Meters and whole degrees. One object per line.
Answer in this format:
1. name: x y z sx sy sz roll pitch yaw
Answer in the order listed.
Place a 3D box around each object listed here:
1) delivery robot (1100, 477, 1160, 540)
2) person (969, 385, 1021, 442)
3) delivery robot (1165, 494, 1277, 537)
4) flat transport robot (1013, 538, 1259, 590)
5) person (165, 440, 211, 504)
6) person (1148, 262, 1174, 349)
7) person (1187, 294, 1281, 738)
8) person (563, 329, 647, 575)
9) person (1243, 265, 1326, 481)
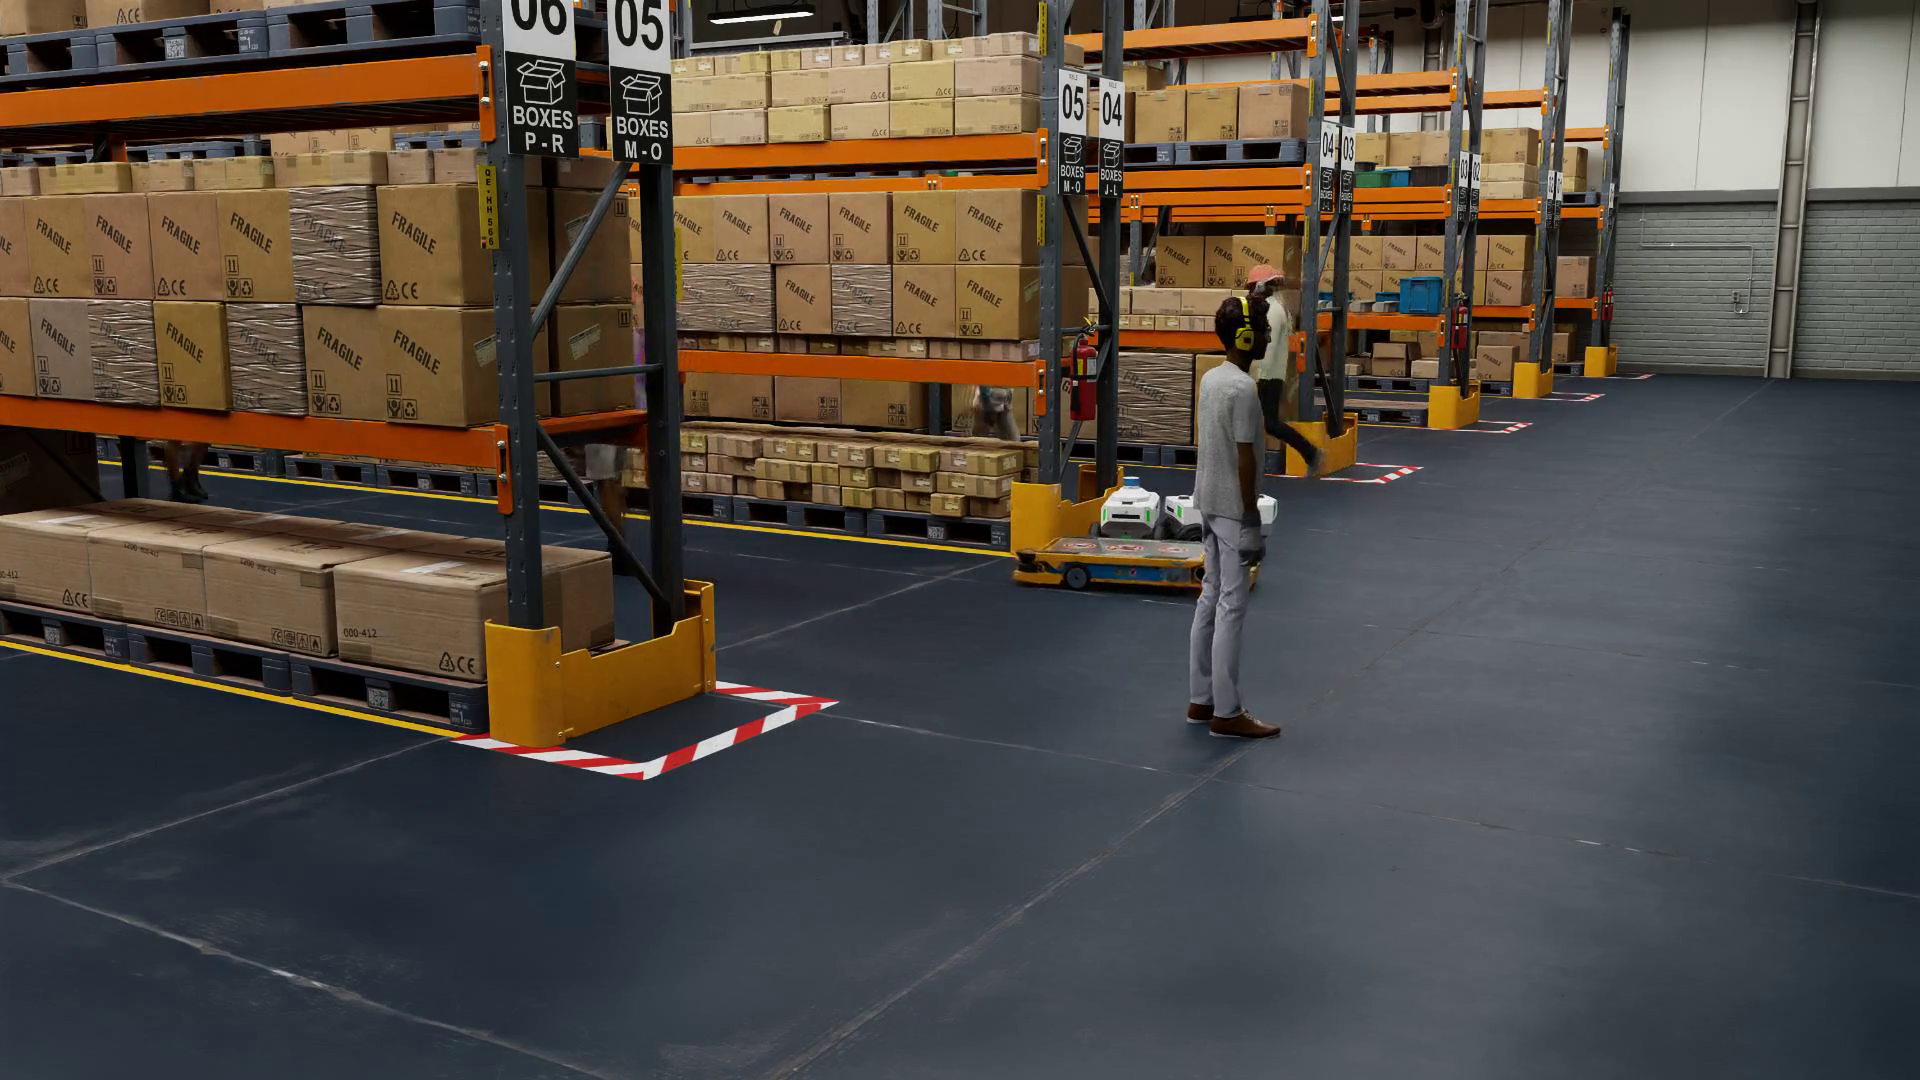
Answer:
1. delivery robot: 1.143 -0.180 11.109 0.477 0.478 0.707 2 10 11
2. person: 0.334 -1.046 13.413 0.856 1.593 0.539 7 12 35
3. delivery robot: 1.747 -0.182 11.121 0.707 0.478 0.477 -1 10 -8
4. flat transport robot: 1.101 0.143 10.319 1.431 0.197 0.652 3 10 15
5. person: -6.360 -1.238 13.577 0.433 1.919 0.566 4 11 23
6. person: 3.122 -3.332 25.762 0.591 1.942 0.627 5 11 25
7. person: 1.162 -0.102 7.079 0.335 1.873 0.519 -2 10 -12
8. person: -2.308 -0.733 10.648 0.609 1.913 0.563 7 12 36
9. person: 2.769 -1.431 14.614 0.806 1.957 0.626 -1 10 -3
